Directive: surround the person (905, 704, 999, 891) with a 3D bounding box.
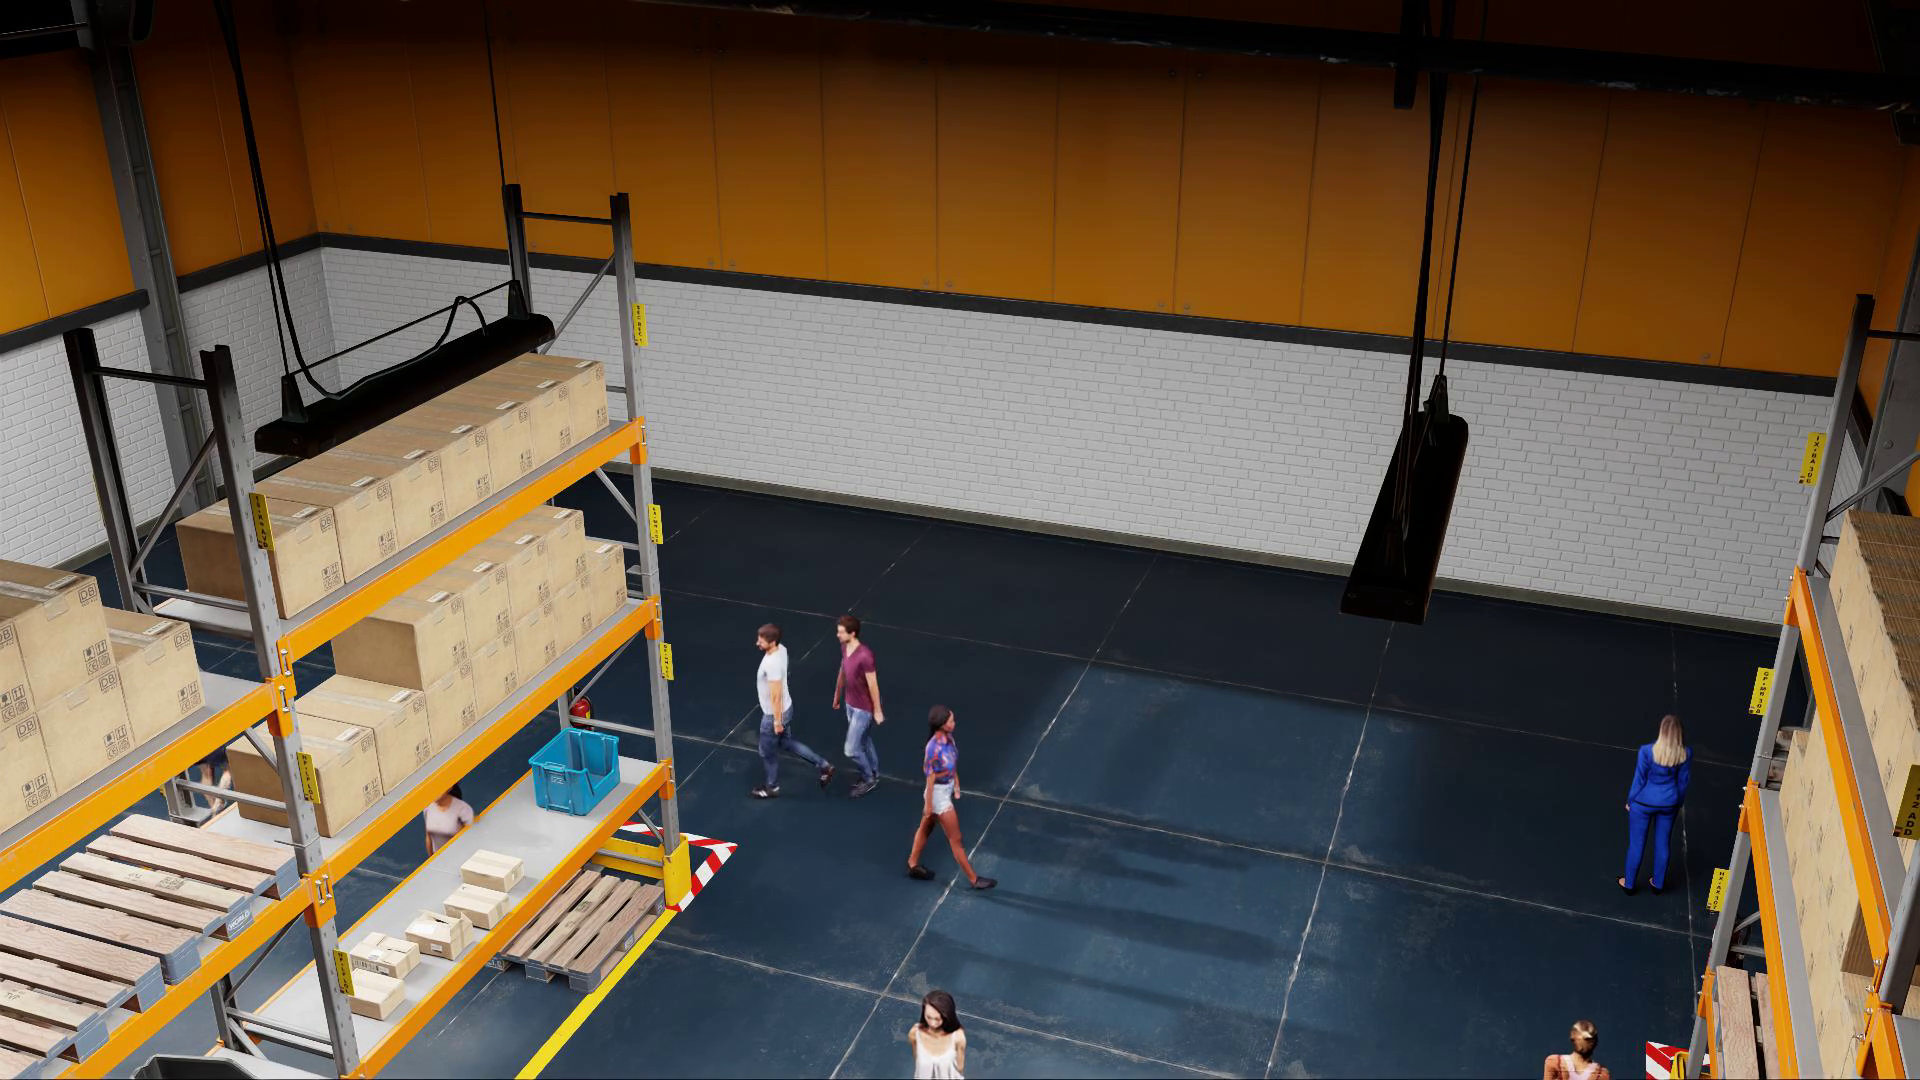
[{"bbox_3d":[-0.264,2.180,14.134,0.698,1.702,1.036,7,25,16],"label":"person"}]

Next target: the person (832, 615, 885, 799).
[{"bbox_3d":[-0.845,1.511,15.508,0.913,1.828,0.864,-14,27,-29],"label":"person"}]

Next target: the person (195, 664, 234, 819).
[{"bbox_3d":[-6.839,1.864,15.042,0.638,1.553,0.675,3,24,7],"label":"person"}]

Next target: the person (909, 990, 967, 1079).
[{"bbox_3d":[-0.137,3.619,10.903,0.598,1.652,0.651,4,24,9],"label":"person"}]

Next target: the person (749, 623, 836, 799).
[{"bbox_3d":[-1.591,1.595,15.304,0.889,1.836,1.061,1,24,3],"label":"person"}]

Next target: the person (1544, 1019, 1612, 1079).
[{"bbox_3d":[3.856,3.777,10.576,0.577,1.624,0.838,9,25,19],"label":"person"}]

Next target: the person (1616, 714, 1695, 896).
[{"bbox_3d":[5.863,2.231,14.019,0.685,1.700,0.646,1,24,2],"label":"person"}]
